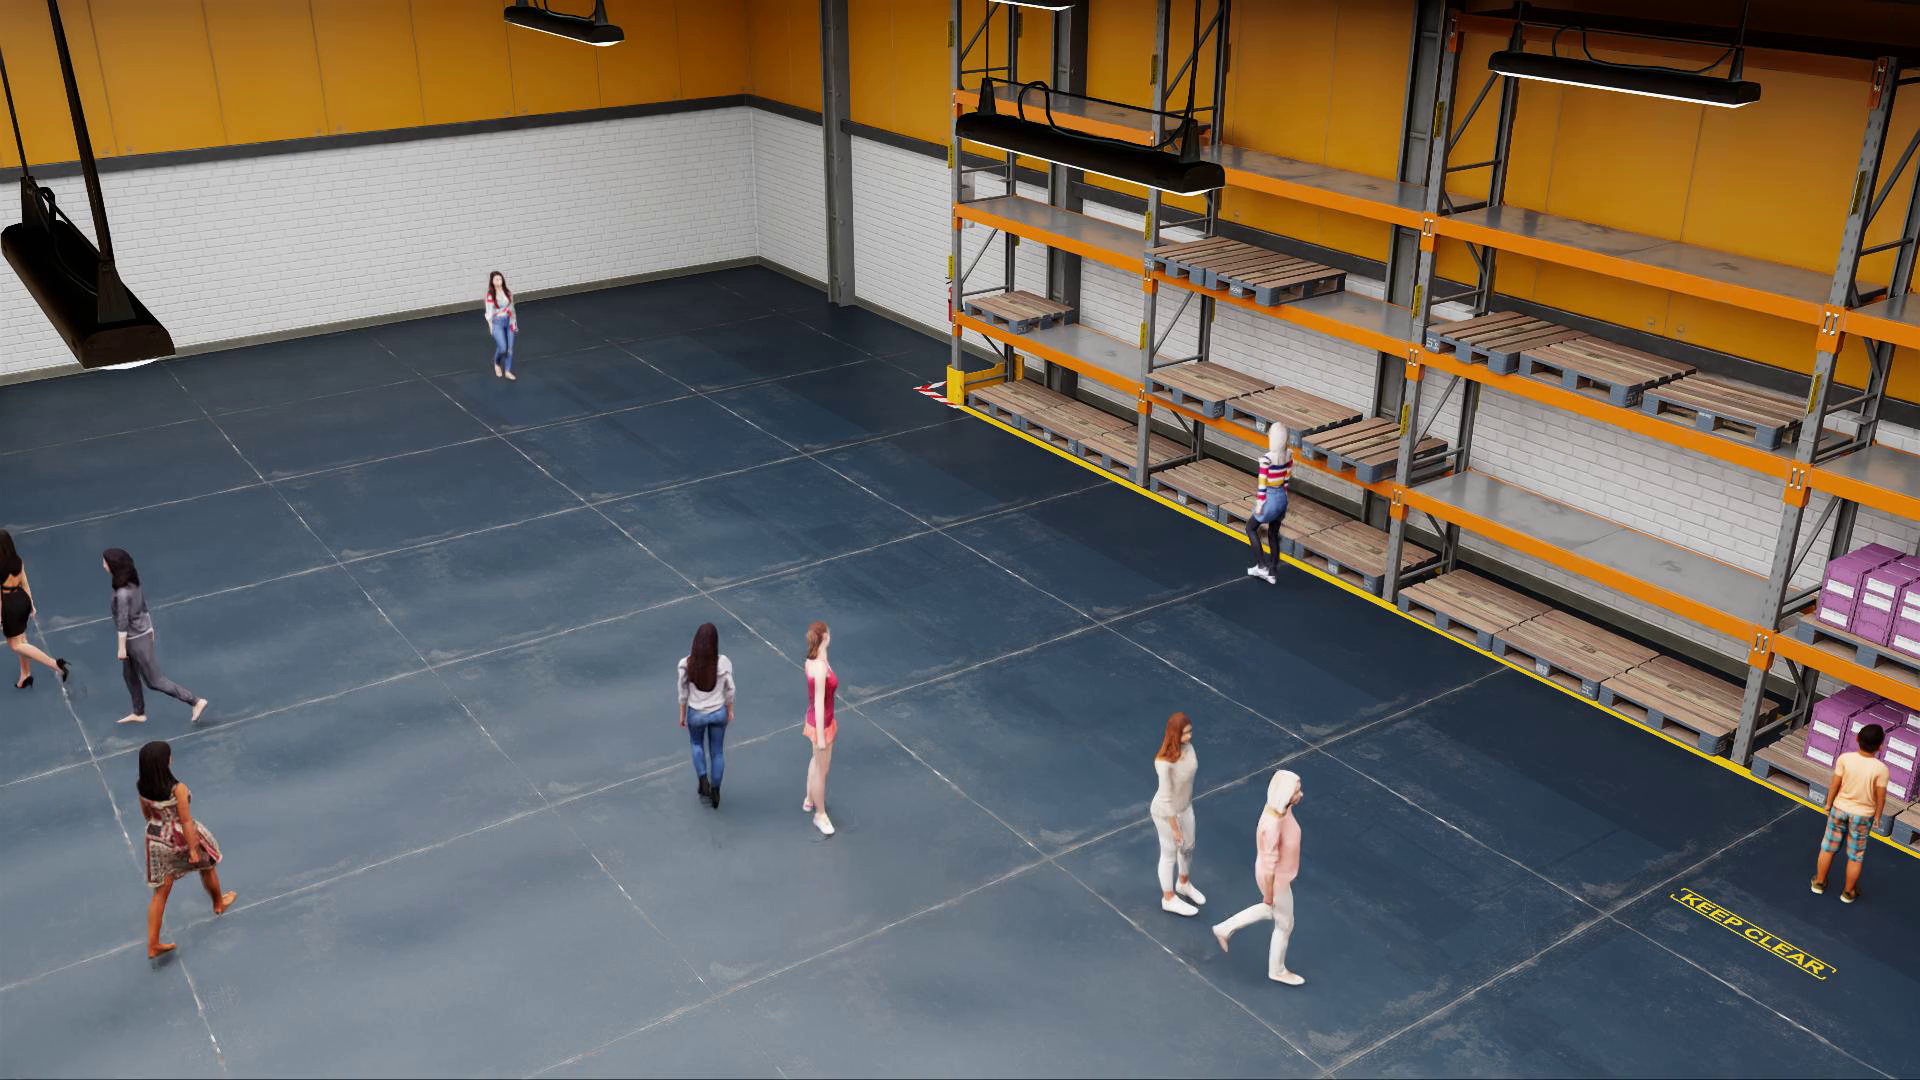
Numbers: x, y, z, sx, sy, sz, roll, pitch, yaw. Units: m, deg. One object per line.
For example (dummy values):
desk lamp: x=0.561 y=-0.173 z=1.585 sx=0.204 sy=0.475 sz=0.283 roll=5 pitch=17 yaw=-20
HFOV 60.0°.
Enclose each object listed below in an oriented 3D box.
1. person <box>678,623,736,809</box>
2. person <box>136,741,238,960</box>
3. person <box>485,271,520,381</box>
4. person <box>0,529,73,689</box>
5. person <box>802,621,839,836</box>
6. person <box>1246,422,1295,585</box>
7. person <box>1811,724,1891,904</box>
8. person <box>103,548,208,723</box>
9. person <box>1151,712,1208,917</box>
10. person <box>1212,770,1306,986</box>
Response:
person: x=-2.055 y=1.480 z=13.629 sx=0.719 sy=1.614 sz=0.720 roll=-5 pitch=24 yaw=-11
person: x=-5.703 y=2.232 z=11.924 sx=1.101 sy=1.602 sz=1.135 roll=5 pitch=24 yaw=12
person: x=-6.690 y=-3.129 z=24.186 sx=0.663 sy=1.604 sz=0.646 roll=21 pitch=31 yaw=40
person: x=-8.688 y=0.689 z=15.415 sx=0.957 sy=1.633 sz=0.904 roll=4 pitch=24 yaw=9
person: x=-1.138 y=1.521 z=13.398 sx=0.882 sy=1.723 sz=0.658 roll=1 pitch=24 yaw=1
person: x=3.360 y=-0.369 z=17.625 sx=0.657 sy=1.800 sz=0.589 roll=-15 pitch=28 yaw=-31
person: x=6.724 y=2.044 z=12.529 sx=0.504 sy=1.461 sz=0.643 roll=17 pitch=29 yaw=33
person: x=-7.227 y=0.898 z=14.815 sx=0.923 sy=1.730 sz=1.078 roll=-5 pitch=24 yaw=-11
person: x=1.531 y=1.995 z=12.337 sx=0.719 sy=1.704 sz=0.699 roll=14 pitch=27 yaw=29
person: x=2.118 y=2.322 z=11.585 sx=1.010 sy=1.707 sz=0.918 roll=7 pitch=24 yaw=15
